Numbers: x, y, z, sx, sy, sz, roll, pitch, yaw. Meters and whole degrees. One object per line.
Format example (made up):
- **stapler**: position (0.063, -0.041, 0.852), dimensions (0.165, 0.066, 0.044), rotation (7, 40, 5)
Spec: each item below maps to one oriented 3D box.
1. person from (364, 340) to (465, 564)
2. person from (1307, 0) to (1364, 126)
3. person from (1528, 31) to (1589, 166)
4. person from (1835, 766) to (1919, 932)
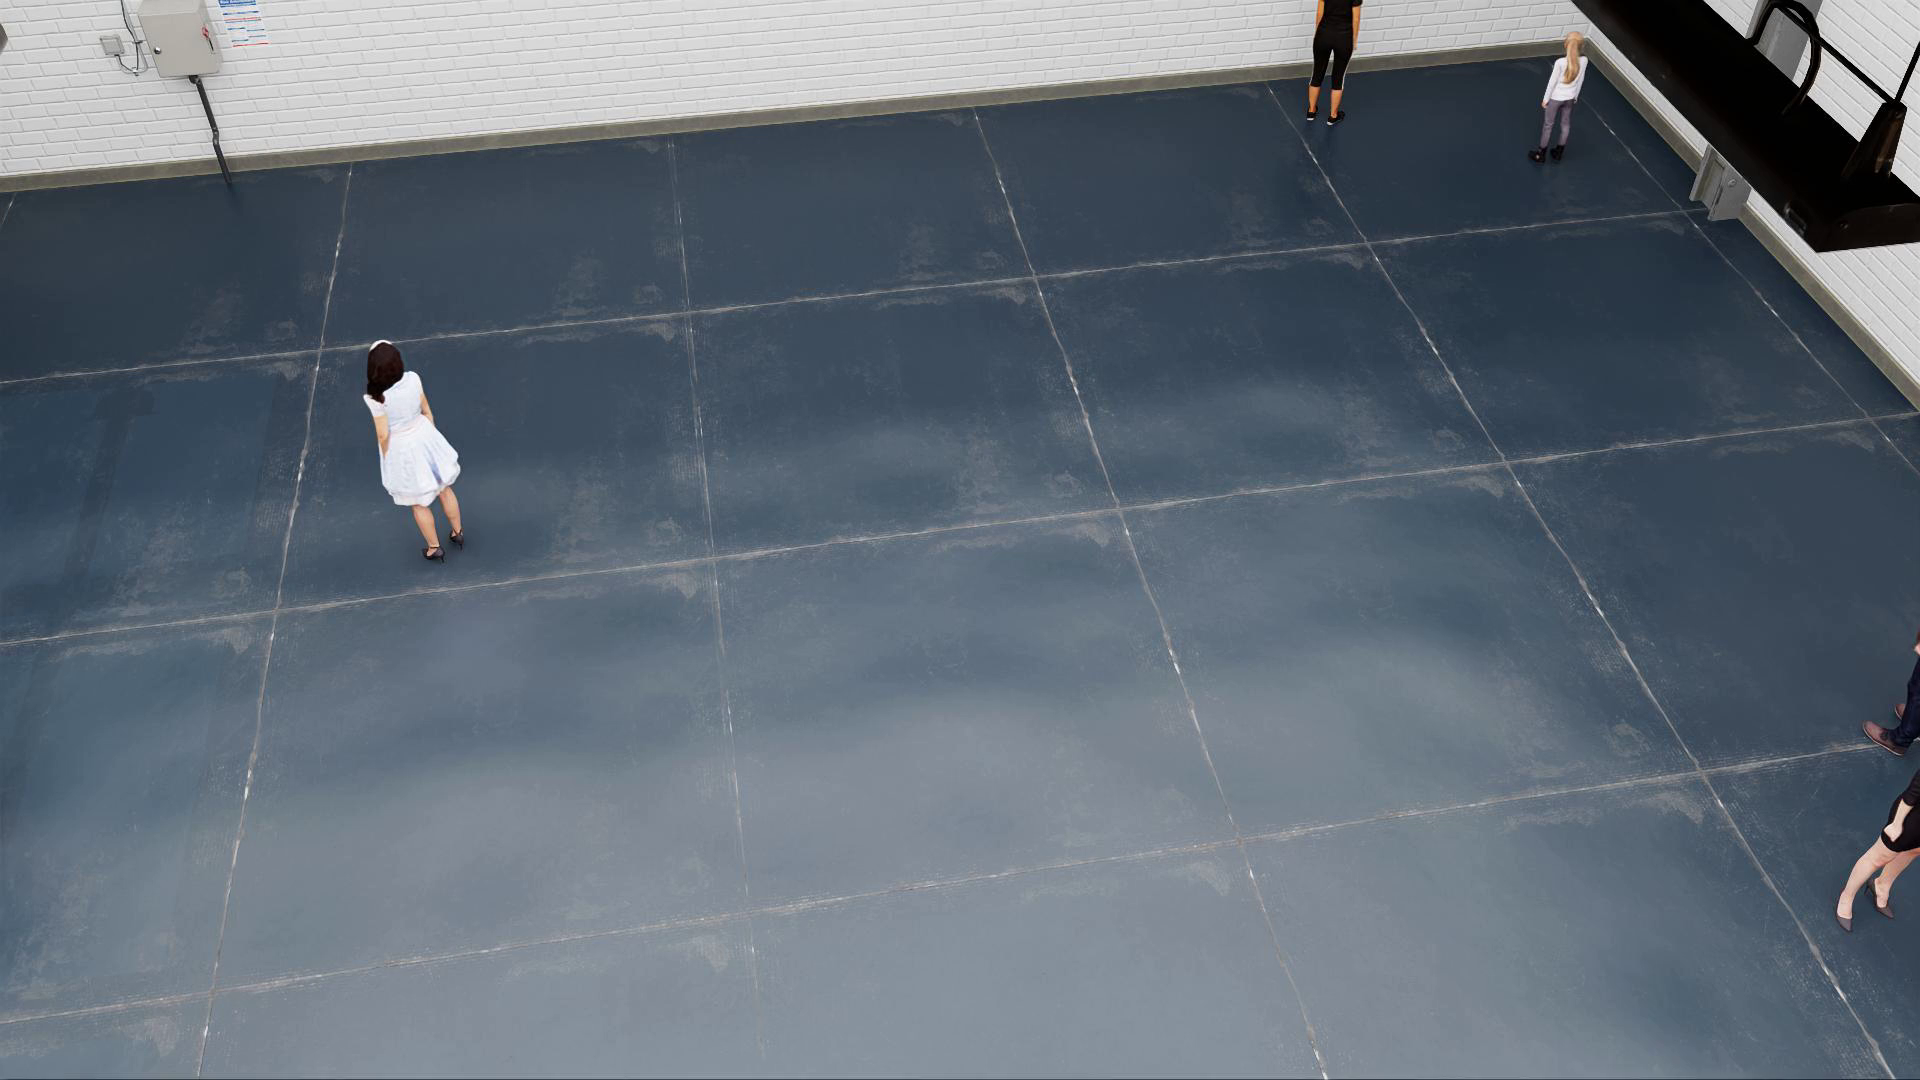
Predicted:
- **person**: position (-3.690, -0.584, 11.232), dimensions (0.899, 1.816, 0.851), rotation (34, 53, 31)
- **person**: position (3.537, -4.742, 15.703), dimensions (0.667, 1.668, 0.703), rotation (20, 47, 20)
- **person**: position (5.529, -4.057, 15.267), dimensions (0.485, 1.278, 0.487), rotation (-5, 44, -6)
- **person**: position (5.242, 1.501, 9.052), dimensions (0.607, 1.805, 0.503), rotation (-11, 45, -11)
